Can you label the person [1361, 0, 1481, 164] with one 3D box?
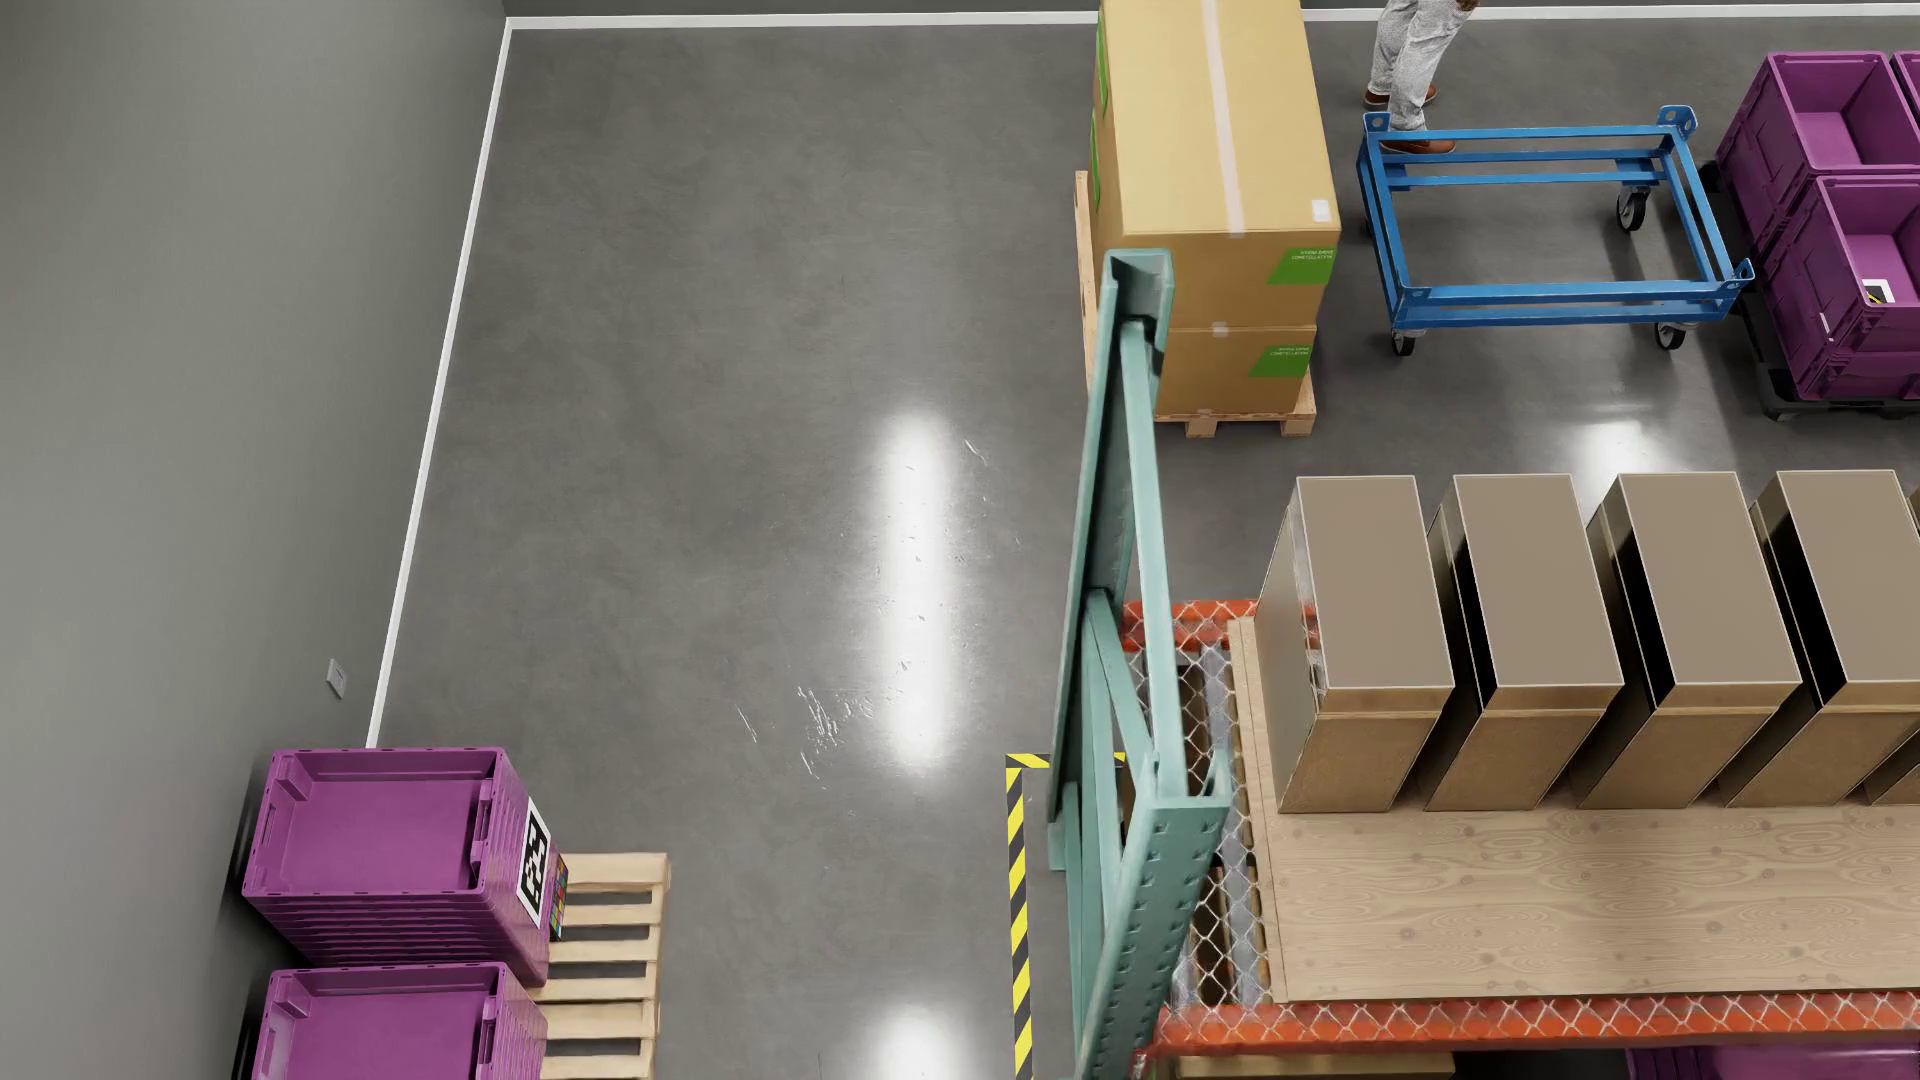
[{"bbox_3d":[1.821,-2.235,6.073,0.371,1.940,0.630,-3,58,-2],"label":"person"}]
